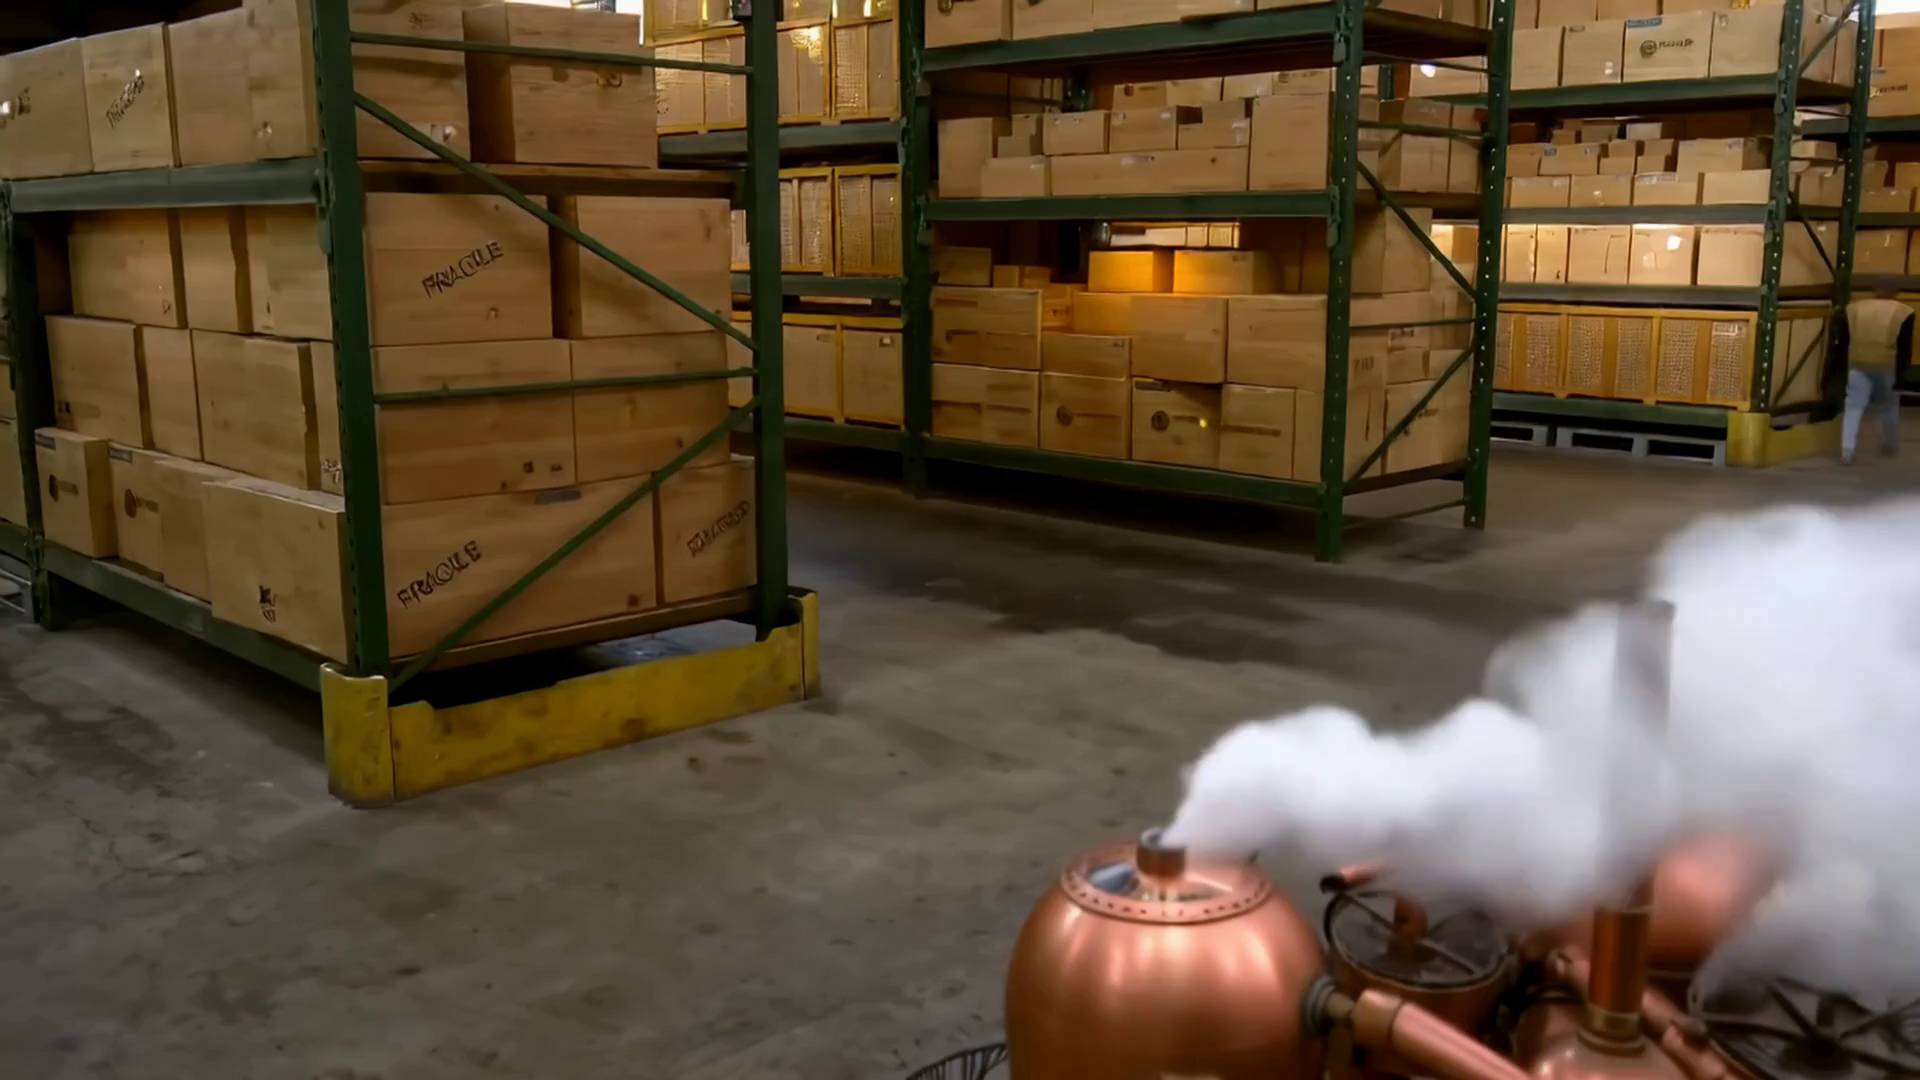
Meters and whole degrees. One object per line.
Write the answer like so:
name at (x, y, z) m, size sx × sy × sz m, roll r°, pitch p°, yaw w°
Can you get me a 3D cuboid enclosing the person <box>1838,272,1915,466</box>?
person at (8.542, -1.593, 15.515) m, size 0.620 × 1.795 × 0.964 m, roll 10°, pitch 14°, yaw 42°
